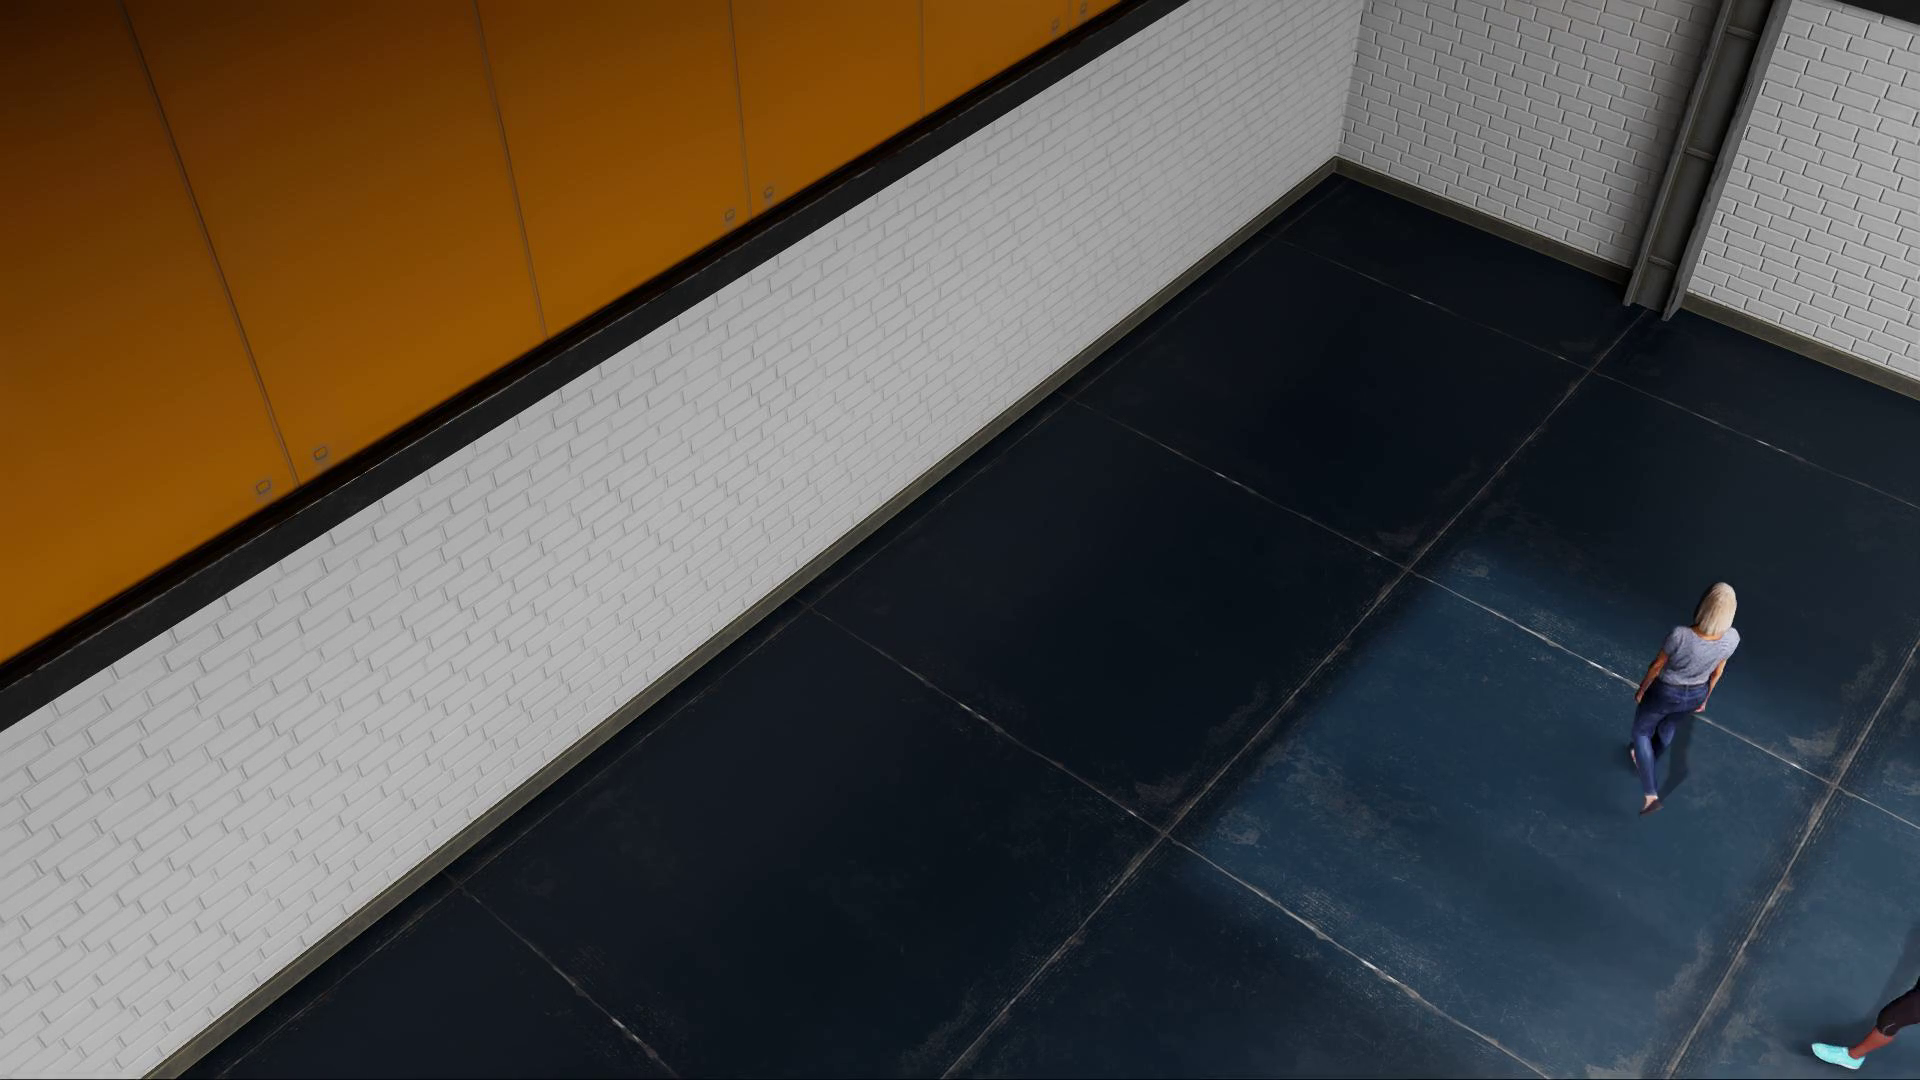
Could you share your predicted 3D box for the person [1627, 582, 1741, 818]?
[{"bbox_3d":[4.232,0.955,9.774,0.952,1.710,0.971,1,44,1],"label":"person"}]
